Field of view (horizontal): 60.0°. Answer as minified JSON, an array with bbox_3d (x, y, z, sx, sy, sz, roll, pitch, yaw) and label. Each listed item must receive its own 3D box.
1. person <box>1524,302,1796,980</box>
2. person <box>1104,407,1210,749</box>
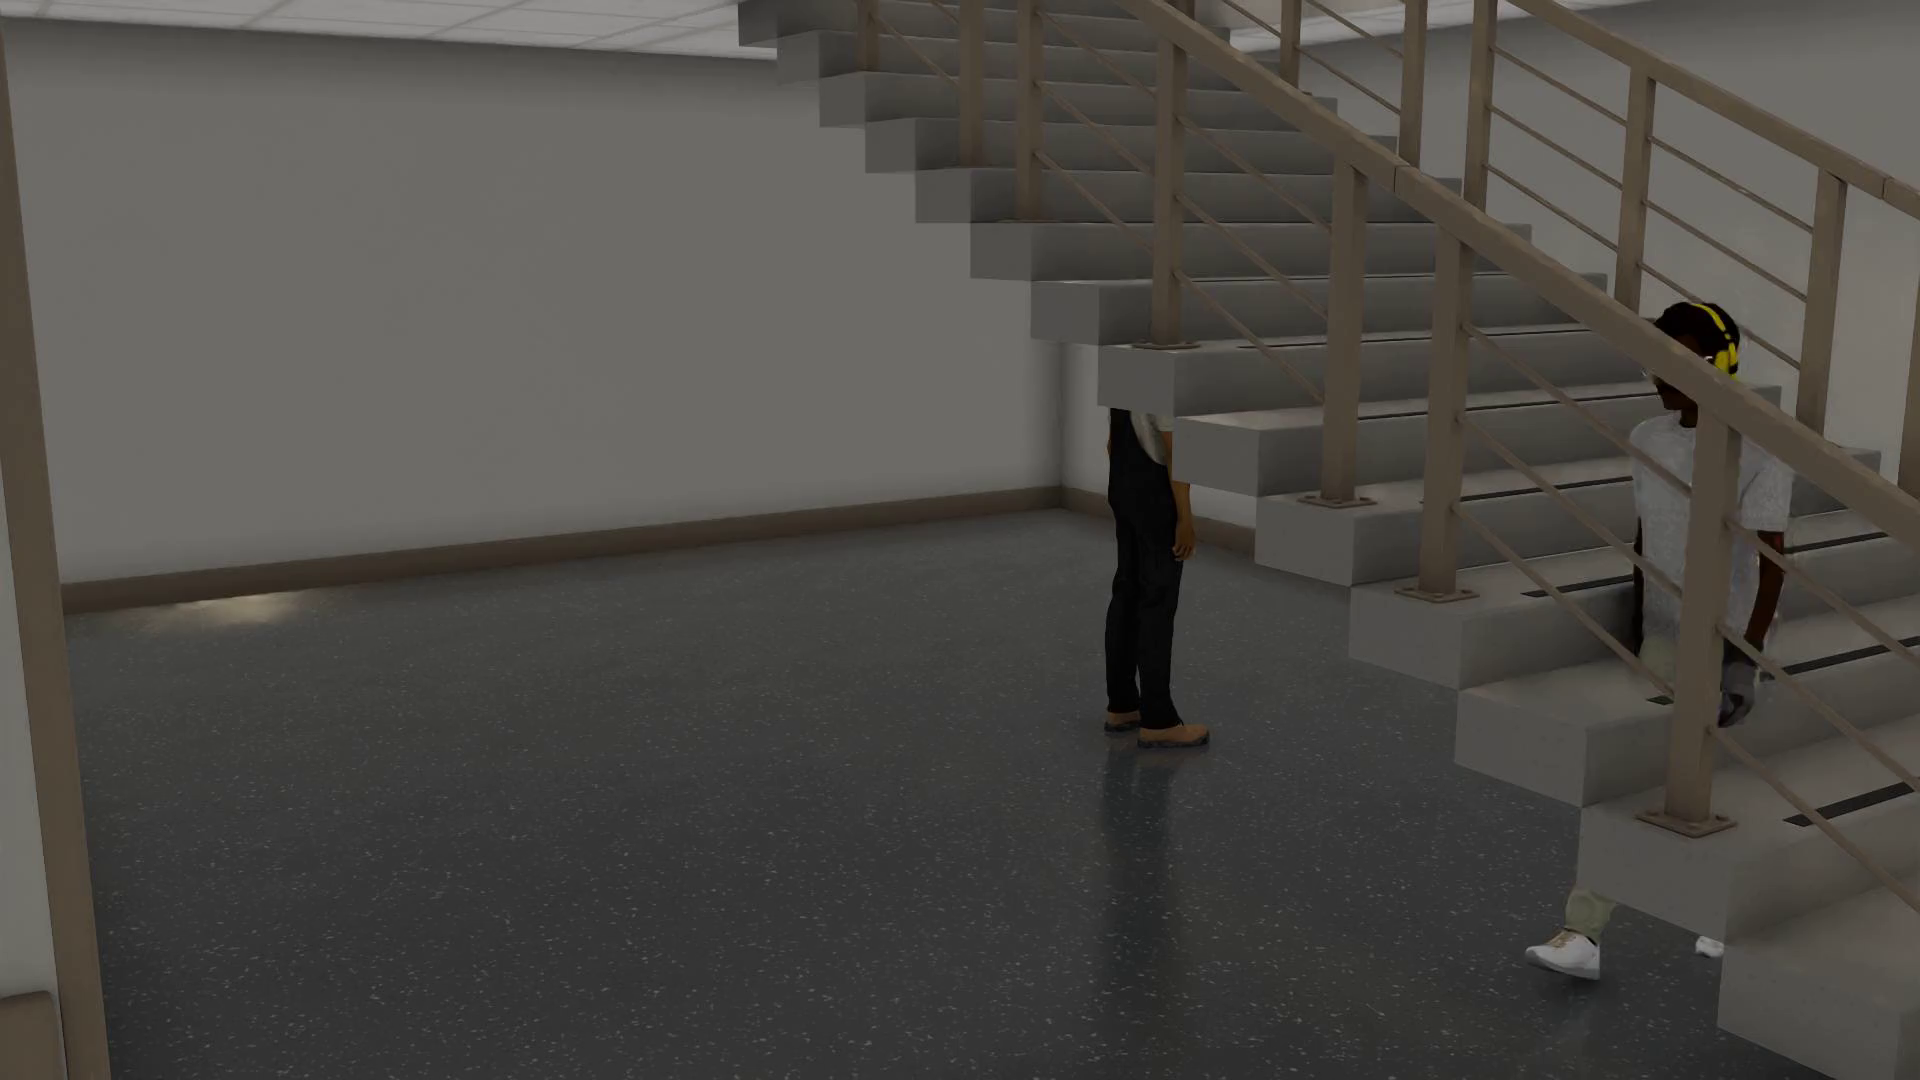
[{"bbox_3d":[1.912,0.297,4.393,0.979,1.814,0.536,-8,14,-38],"label":"person"},{"bbox_3d":[0.751,-0.116,6.461,0.345,1.846,0.508,-5,12,-25],"label":"person"}]
